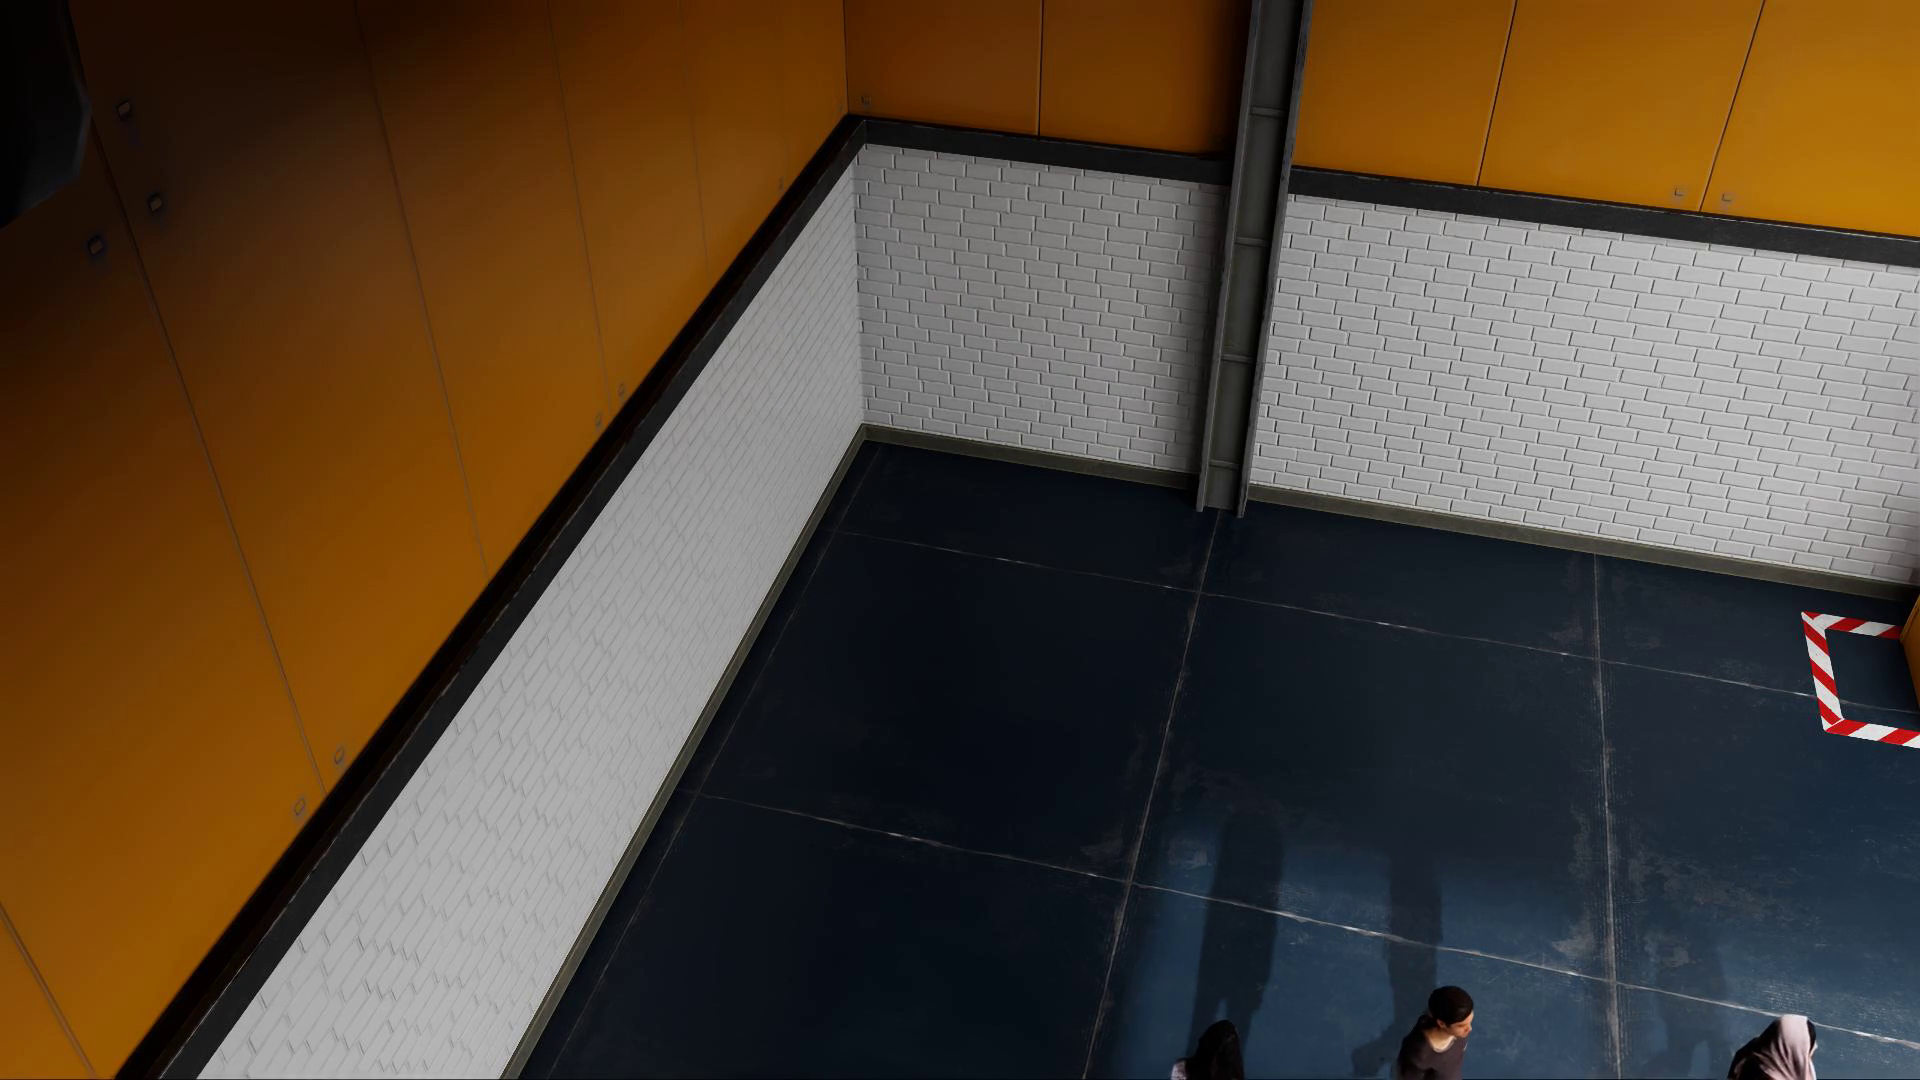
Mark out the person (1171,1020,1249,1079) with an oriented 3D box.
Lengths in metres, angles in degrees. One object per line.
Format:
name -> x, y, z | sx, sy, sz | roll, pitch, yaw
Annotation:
person -> 1.210, 3.019, 8.369 | 0.520, 1.728, 0.689 | 15, 41, 18

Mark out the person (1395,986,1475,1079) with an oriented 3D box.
person -> 2.352, 2.809, 8.651 | 0.945, 1.706, 0.825 | 29, 47, 31

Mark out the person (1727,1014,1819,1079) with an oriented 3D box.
person -> 3.968, 2.978, 8.519 | 1.085, 1.607, 0.715 | 14, 41, 17
